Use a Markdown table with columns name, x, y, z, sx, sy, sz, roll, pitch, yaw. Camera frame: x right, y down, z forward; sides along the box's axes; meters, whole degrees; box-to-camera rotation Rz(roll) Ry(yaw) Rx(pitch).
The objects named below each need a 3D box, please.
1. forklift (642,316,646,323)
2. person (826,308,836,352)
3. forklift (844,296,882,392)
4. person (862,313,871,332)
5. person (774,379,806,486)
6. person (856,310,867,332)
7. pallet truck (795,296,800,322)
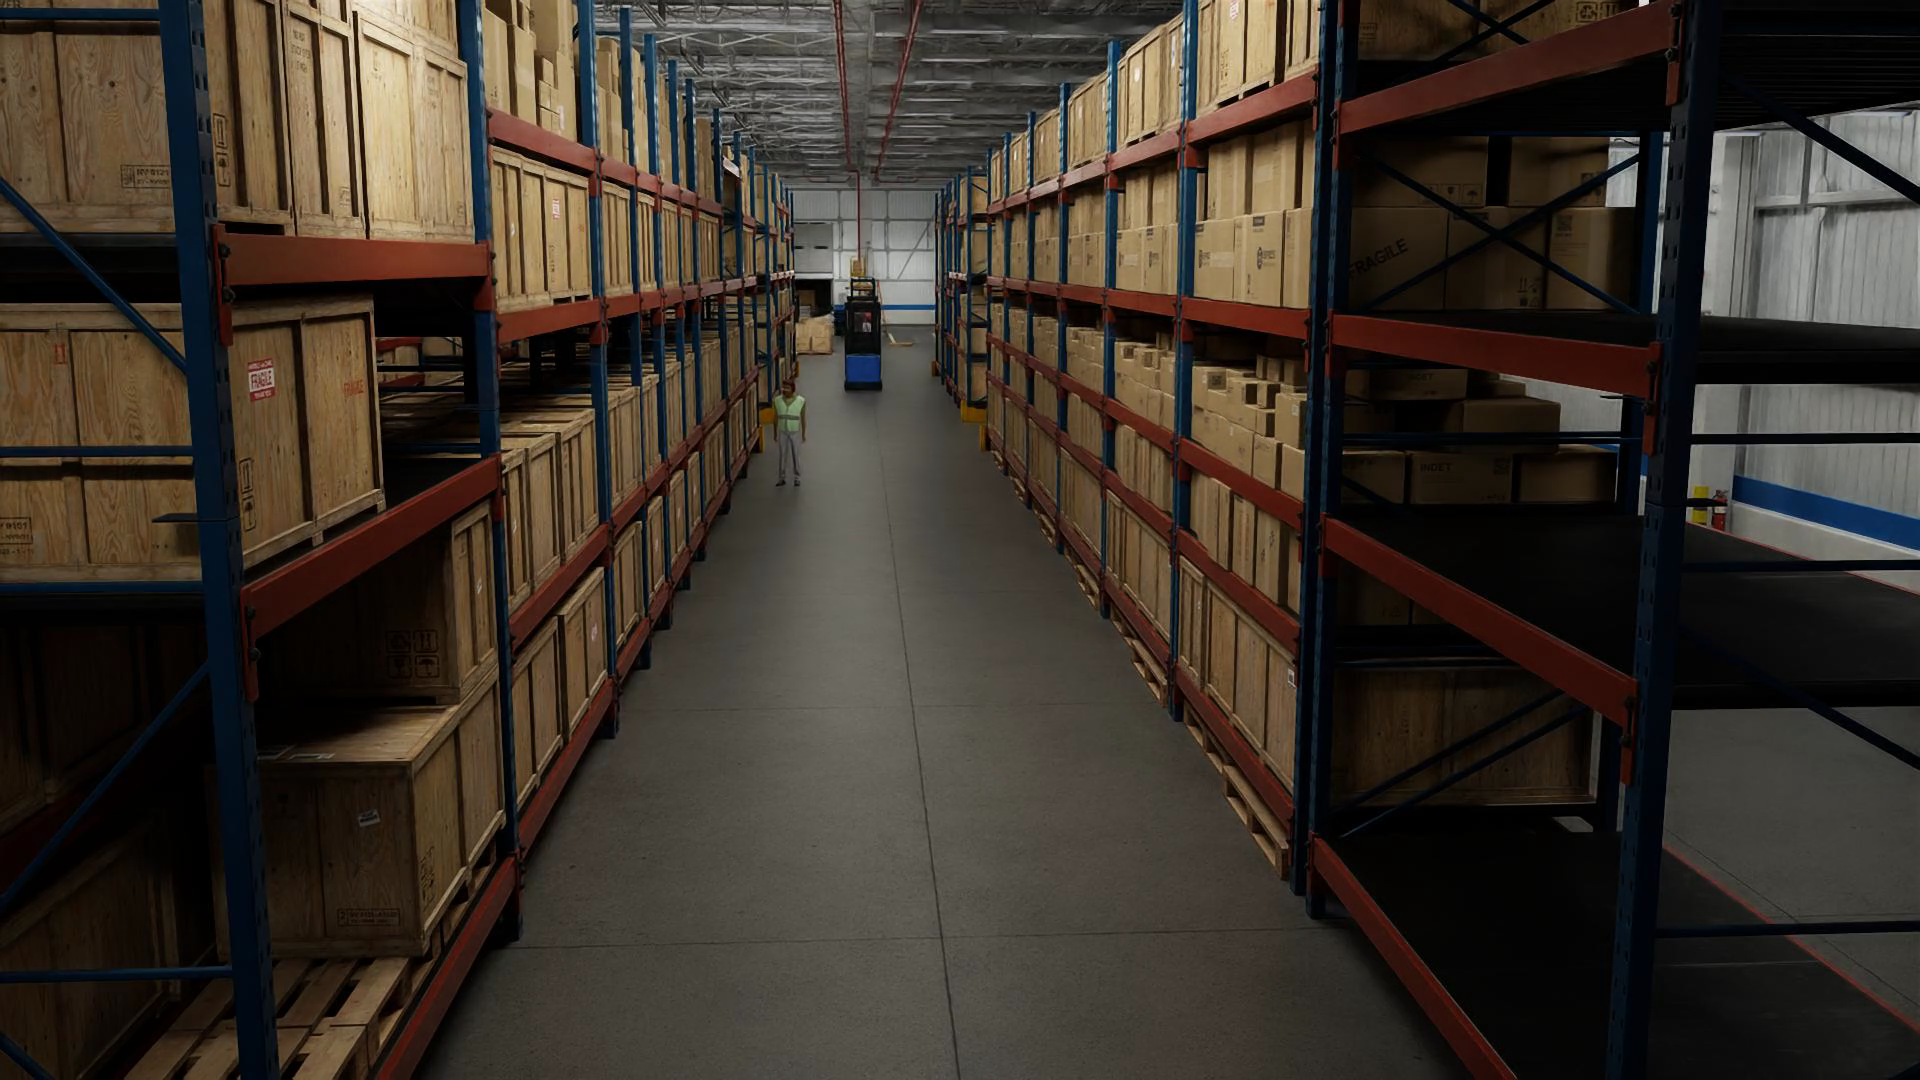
| name | x | y | z | sx | sy | sz | roll | pitch | yaw |
| --- | --- | --- | --- | --- | --- | --- | --- | --- | --- |
| forklift | -10.000 | -6.080 | 50.788 | 1.129 | 2.768 | 1.873 | -1 | 10 | -3 |
| person | -5.412 | -8.881 | 70.409 | 0.458 | 1.910 | 0.672 | 3 | 10 | 19 |
| forklift | -2.892 | -5.863 | 49.491 | 1.129 | 2.768 | 1.873 | -1 | 10 | -4 |
| person | -3.408 | -7.527 | 62.245 | 0.368 | 1.933 | 0.553 | 6 | 11 | 32 |
| person | -2.921 | -1.841 | 28.575 | 0.563 | 1.838 | 0.388 | 1 | 10 | 5 |
| person | -3.912 | -8.549 | 68.251 | 0.637 | 1.970 | 0.776 | 3 | 10 | 16 |
| pallet truck | -8.622 | -12.439 | 91.403 | 1.885 | 1.965 | 0.823 | 2 | 10 | 13 |
